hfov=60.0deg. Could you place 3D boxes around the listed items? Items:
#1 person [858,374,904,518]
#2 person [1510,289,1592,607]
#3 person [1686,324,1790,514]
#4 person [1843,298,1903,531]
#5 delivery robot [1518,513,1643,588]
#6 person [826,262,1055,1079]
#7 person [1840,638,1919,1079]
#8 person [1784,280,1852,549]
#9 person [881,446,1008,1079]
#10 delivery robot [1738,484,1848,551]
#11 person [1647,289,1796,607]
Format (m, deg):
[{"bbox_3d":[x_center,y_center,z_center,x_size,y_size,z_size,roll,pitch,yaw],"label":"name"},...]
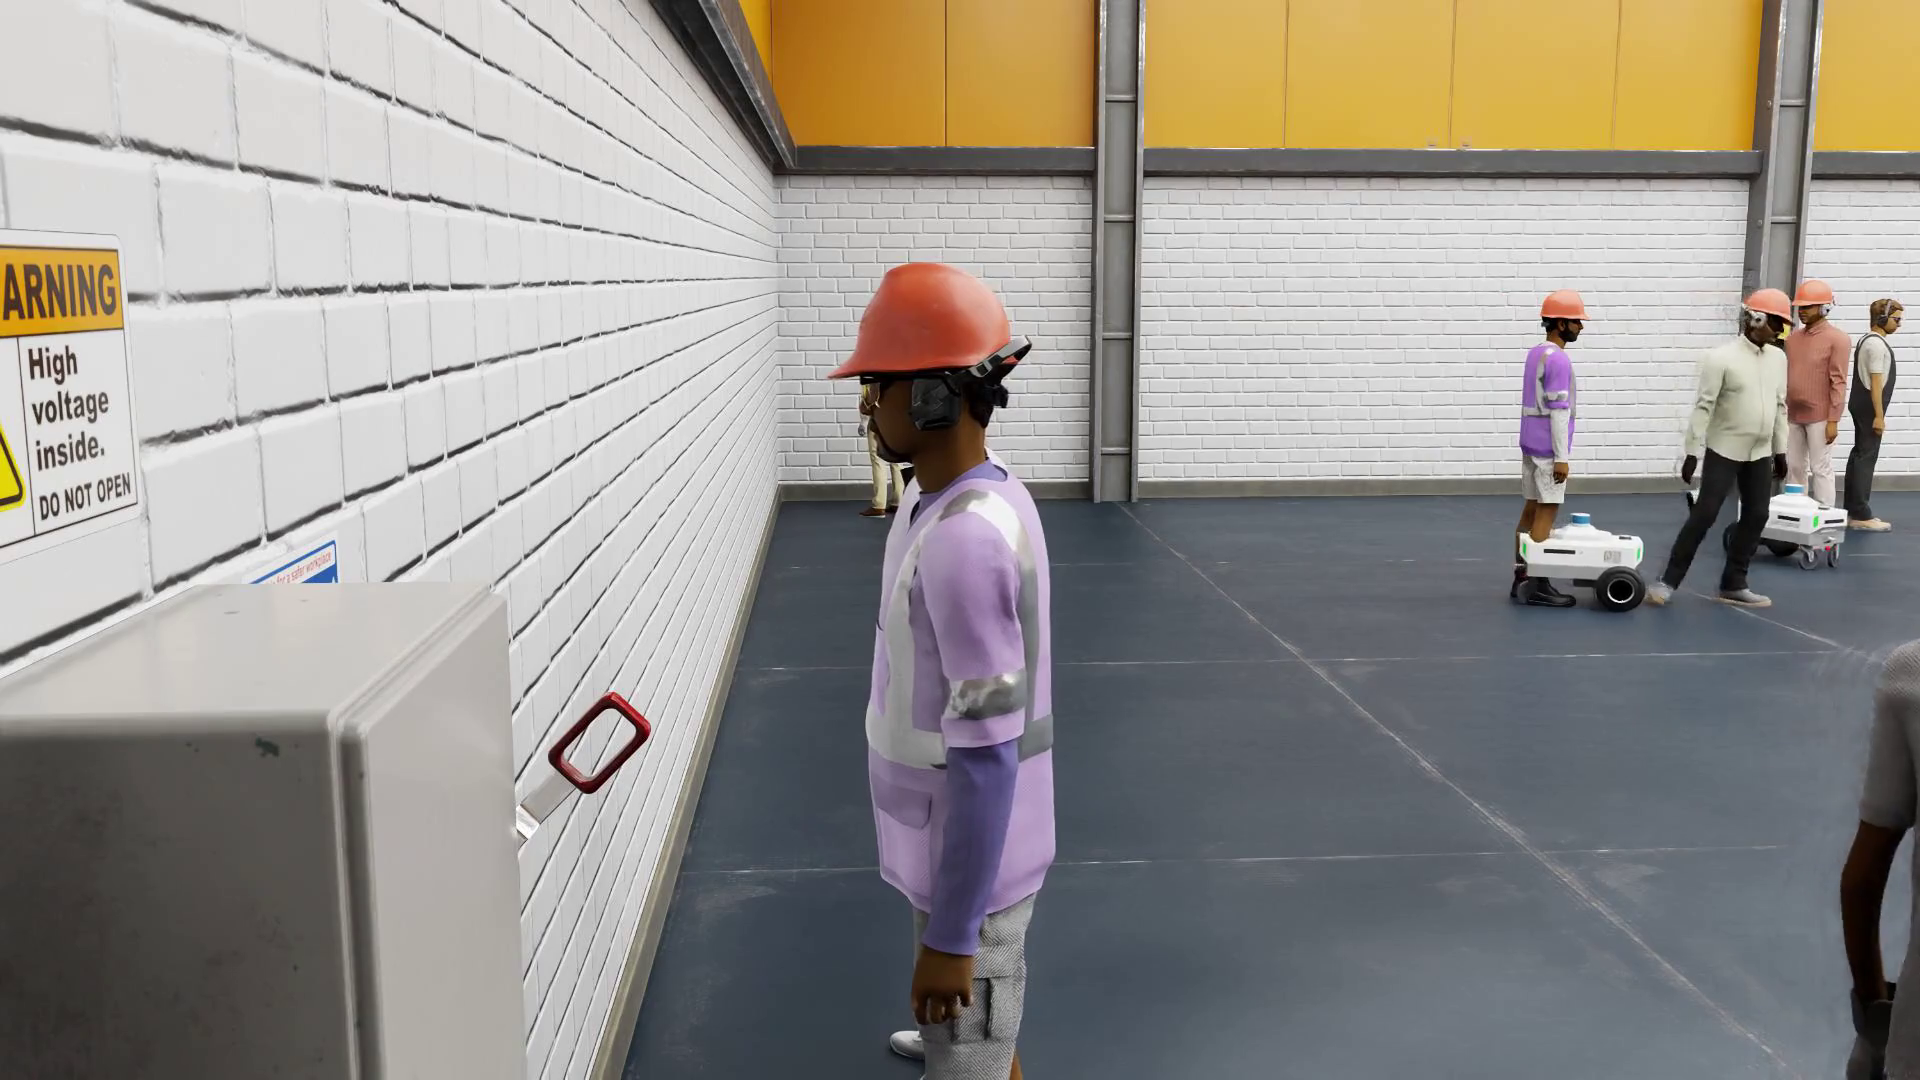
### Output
[{"bbox_3d":[-0.651,-1.005,13.933,0.286,1.636,0.500,8,12,41],"label":"person"},{"bbox_3d":[3.639,-0.562,10.215,0.375,1.935,0.551,0,9,2],"label":"person"},{"bbox_3d":[6.161,-0.908,13.070,0.721,1.725,0.570,5,10,30],"label":"person"},{"bbox_3d":[7.263,-0.995,13.238,0.344,1.840,0.505,3,9,17],"label":"person"},{"bbox_3d":[3.801,0.080,10.214,0.707,0.478,0.477,3,9,17],"label":"delivery robot"},{"bbox_3d":[-0.029,0.548,2.907,0.393,2.041,0.613,0,9,2],"label":"person"},{"bbox_3d":[1.439,0.768,2.280,0.569,1.816,0.789,7,12,38],"label":"person"},{"bbox_3d":[6.296,-0.926,12.351,0.407,1.987,0.614,-2,9,-14],"label":"person"},{"bbox_3d":[-0.019,0.440,4.001,0.391,1.913,0.587,1,9,9],"label":"person"},{"bbox_3d":[5.819,-0.147,11.640,0.477,0.478,0.707,-4,10,-22],"label":"delivery robot"},{"bbox_3d":[4.669,-0.547,10.114,0.777,1.950,0.523,-3,10,-19],"label":"person"}]
